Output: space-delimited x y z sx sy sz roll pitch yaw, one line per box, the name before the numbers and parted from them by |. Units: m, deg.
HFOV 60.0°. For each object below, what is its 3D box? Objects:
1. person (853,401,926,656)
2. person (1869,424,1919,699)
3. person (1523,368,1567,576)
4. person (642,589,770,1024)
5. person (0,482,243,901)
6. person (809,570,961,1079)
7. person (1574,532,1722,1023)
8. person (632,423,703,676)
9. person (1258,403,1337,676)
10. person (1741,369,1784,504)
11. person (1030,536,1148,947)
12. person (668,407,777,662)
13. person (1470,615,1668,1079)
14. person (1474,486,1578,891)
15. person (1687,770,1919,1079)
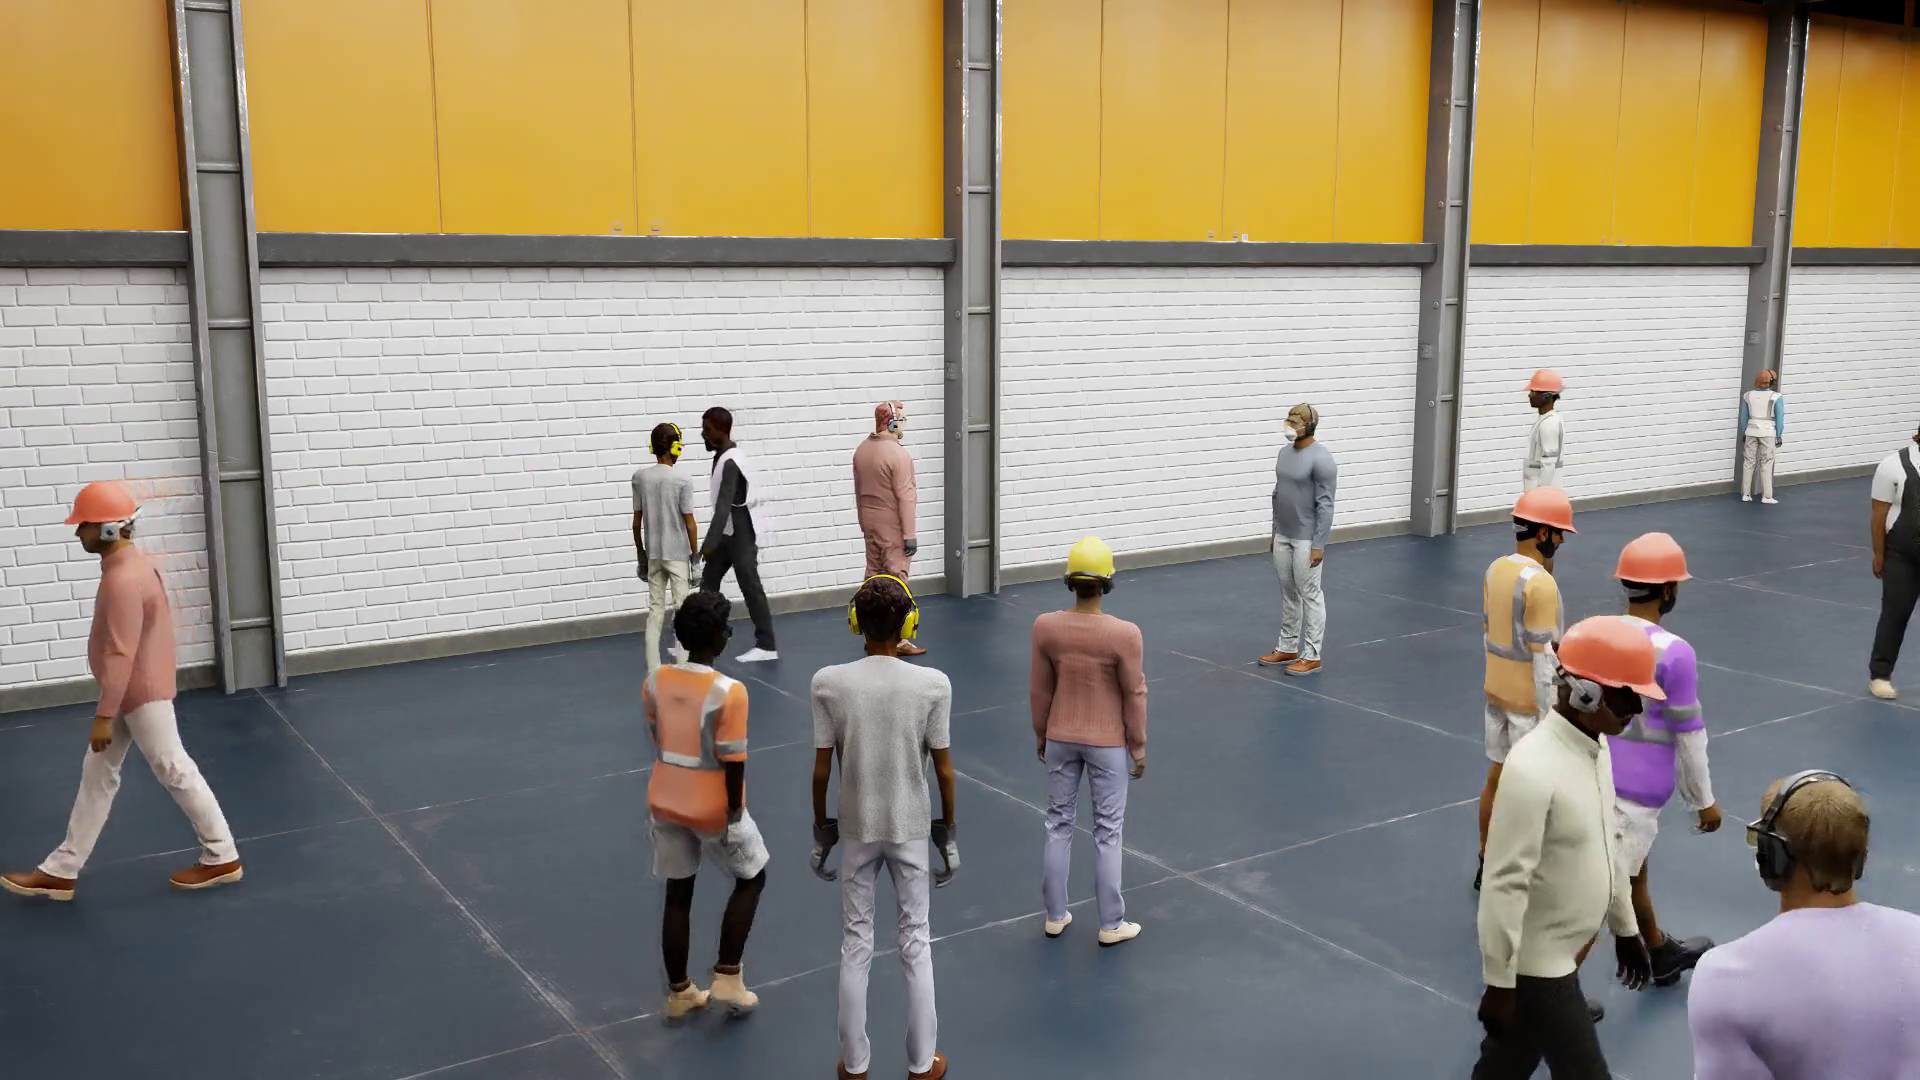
person | -0.515 -0.086 12.430 0.409 1.907 0.651 -7 12 -37
person | 6.468 0.066 11.108 0.682 2.000 0.537 2 10 14
person | 4.880 -0.418 14.004 0.366 2.048 0.607 3 10 18
person | -0.982 1.024 6.398 0.538 1.682 0.432 6 11 31
person | -3.836 0.703 7.575 1.012 1.937 0.644 -5 11 -29
person | -0.263 1.030 5.814 0.533 1.871 0.320 0 9 2
person | 2.638 0.915 6.418 0.996 1.889 0.546 -3 10 -19
person | -1.957 0.138 11.210 0.511 1.865 0.329 4 10 22
person | 2.420 -0.010 11.874 0.372 1.940 0.630 -4 10 -24
person | 9.773 -1.256 20.281 0.309 1.641 0.512 -7 12 -38
person | 0.554 0.861 7.137 0.532 1.772 0.300 5 11 27
person | -1.761 -0.020 12.127 0.892 1.881 0.613 -3 10 -19
person | 1.742 1.173 4.685 0.787 1.952 0.654 6 11 33
person | 2.577 0.713 7.551 0.368 1.929 0.542 -1 10 -9
person | 1.750 1.401 3.533 0.621 1.885 1.029 -1 10 -8
